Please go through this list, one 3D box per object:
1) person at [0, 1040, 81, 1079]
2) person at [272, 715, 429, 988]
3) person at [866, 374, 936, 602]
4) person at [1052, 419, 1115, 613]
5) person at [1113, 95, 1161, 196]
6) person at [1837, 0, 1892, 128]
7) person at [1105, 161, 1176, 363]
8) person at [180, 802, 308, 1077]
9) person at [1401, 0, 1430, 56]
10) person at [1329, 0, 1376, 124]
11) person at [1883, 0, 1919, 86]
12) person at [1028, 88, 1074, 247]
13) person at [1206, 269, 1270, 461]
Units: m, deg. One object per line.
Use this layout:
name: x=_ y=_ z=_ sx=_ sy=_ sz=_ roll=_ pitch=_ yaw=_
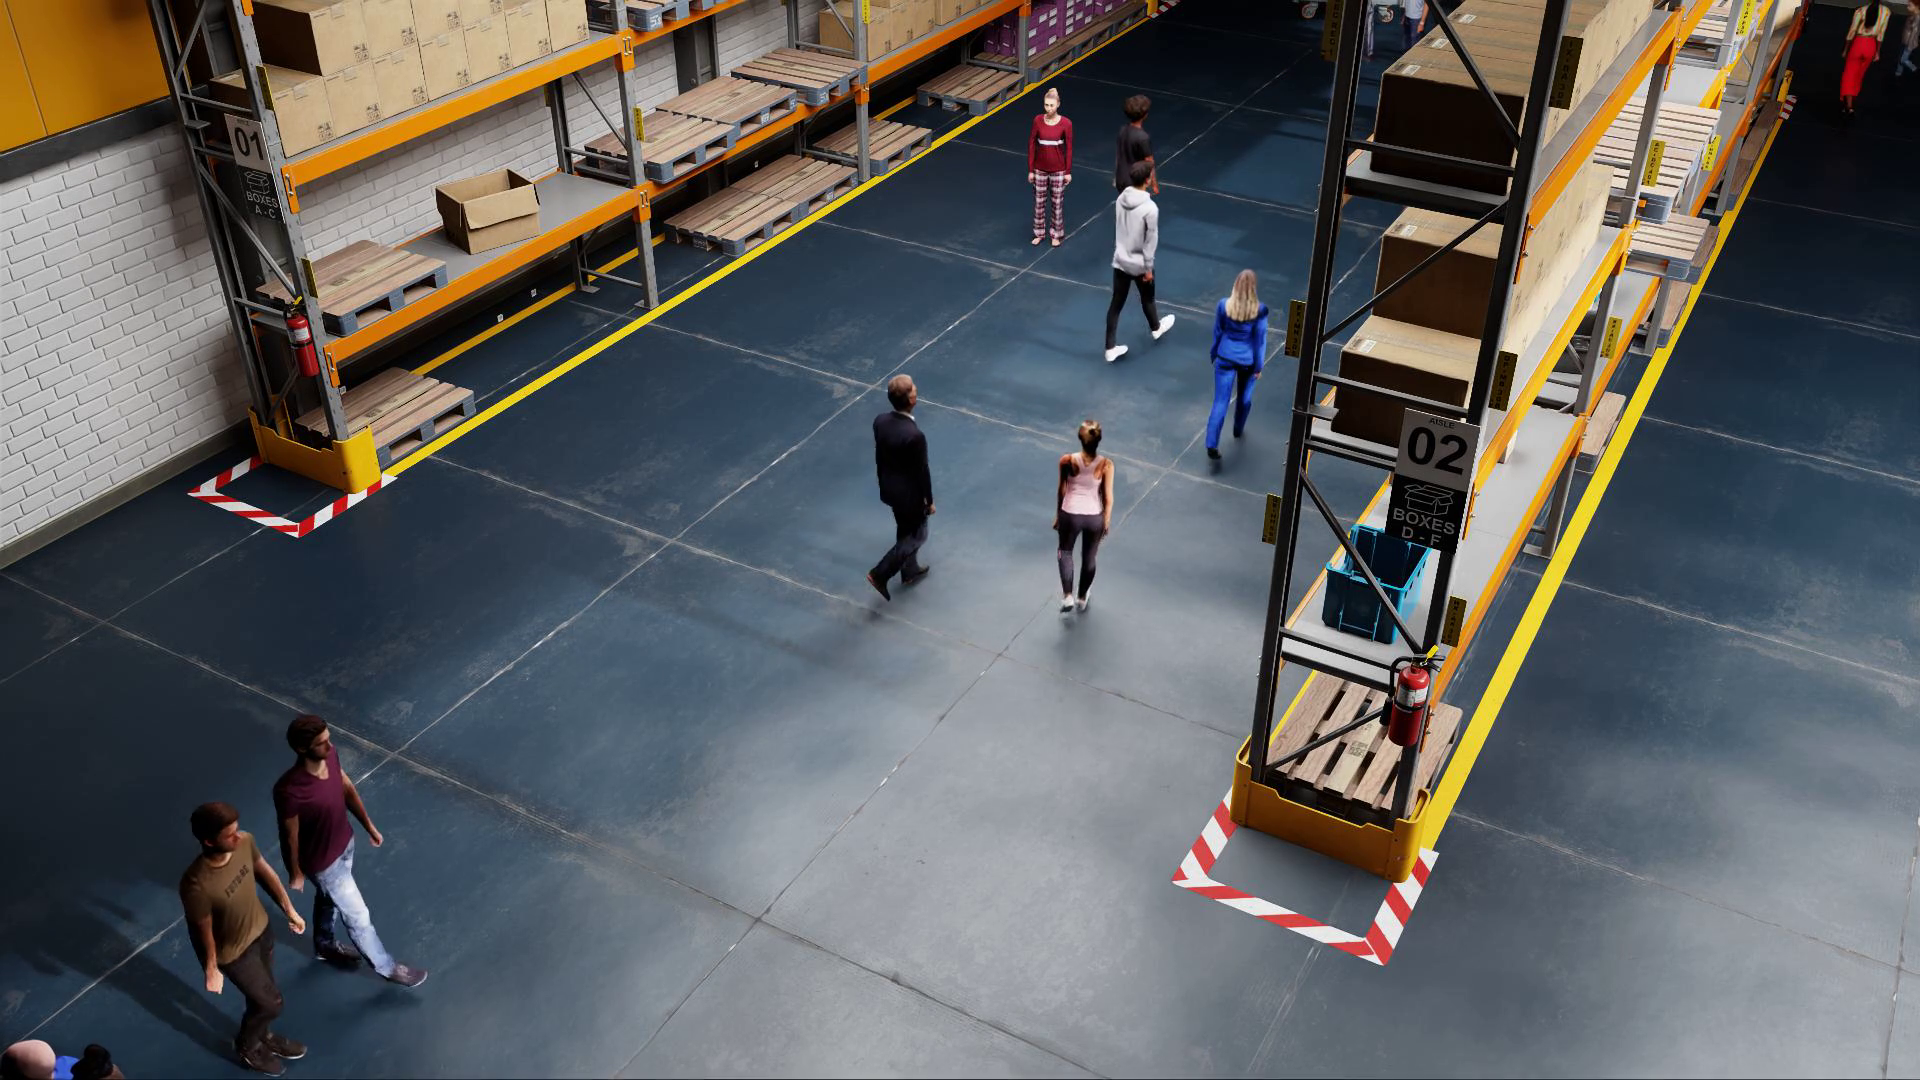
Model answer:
person: x=-3.894 y=2.856 z=7.401 sx=0.805 sy=1.842 sz=0.754 roll=-10 pitch=35 yaw=-14
person: x=-3.580 y=1.692 z=9.175 sx=0.959 sy=1.818 sz=1.037 roll=4 pitch=34 yaw=7
person: x=-0.457 y=-0.357 z=12.274 sx=1.029 sy=1.800 sz=0.871 roll=-25 pitch=41 yaw=-33
person: x=0.884 y=-0.126 z=12.070 sx=0.731 sy=1.641 sz=0.838 roll=5 pitch=34 yaw=7
person: x=1.747 y=-3.756 z=17.421 sx=0.986 sy=1.762 sz=0.852 roll=-18 pitch=38 yaw=-25
person: x=11.301 y=-6.031 z=20.846 sx=0.841 sy=1.760 sz=1.190 roll=5 pitch=34 yaw=8
person: x=1.549 y=-2.544 z=15.497 sx=0.892 sy=1.874 sz=1.237 roll=28 pitch=43 yaw=35
person: x=-3.803 y=2.055 z=8.613 sx=0.846 sy=1.834 sz=0.711 roll=5 pitch=34 yaw=7
person: x=6.058 y=-6.916 z=22.083 sx=0.755 sy=1.865 sz=0.703 roll=-10 pitch=35 yaw=-14
person: x=4.955 y=-6.277 z=21.239 sx=1.138 sy=1.735 sz=1.275 roll=-5 pitch=34 yaw=-7
person: x=12.834 y=-6.704 z=22.383 sx=0.637 sy=1.179 sz=0.659 roll=8 pitch=34 yaw=12
person: x=0.965 y=-3.981 z=17.817 sx=0.682 sy=1.699 sz=0.625 roll=6 pitch=34 yaw=9
person: x=2.312 y=-1.447 z=14.034 sx=0.758 sy=1.666 sz=1.156 roll=11 pitch=35 yaw=17
